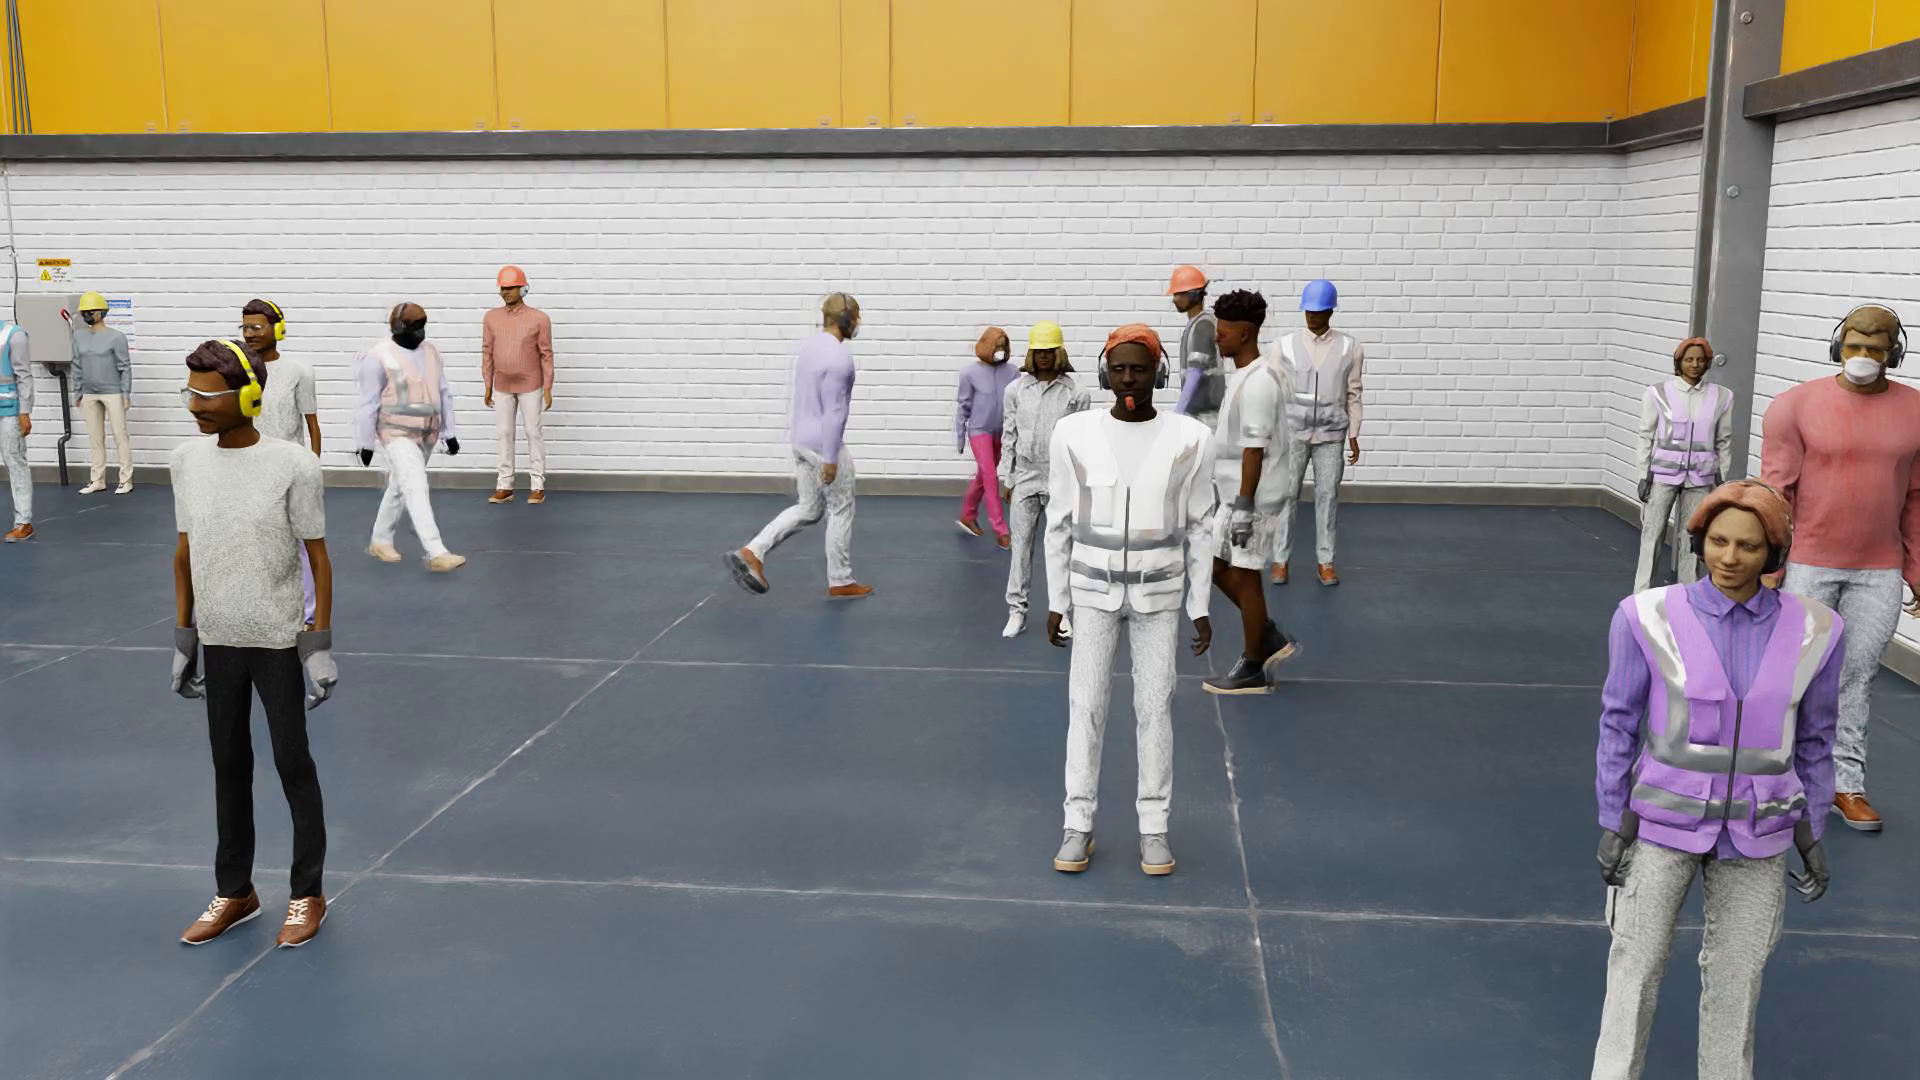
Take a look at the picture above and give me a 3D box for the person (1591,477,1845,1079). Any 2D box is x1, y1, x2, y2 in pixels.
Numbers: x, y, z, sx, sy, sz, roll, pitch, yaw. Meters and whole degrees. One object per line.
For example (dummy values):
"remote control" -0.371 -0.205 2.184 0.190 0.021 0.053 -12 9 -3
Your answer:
"person" 1.683 0.670 3.736 0.514 1.636 0.314 1 10 8

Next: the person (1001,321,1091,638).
"person" 0.466 -0.323 9.111 0.485 1.744 0.308 1 10 8

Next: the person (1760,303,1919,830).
"person" 3.240 0.107 6.104 0.628 1.936 0.377 1 10 8

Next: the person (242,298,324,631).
"person" -3.656 -0.346 8.877 0.521 1.873 0.334 1 10 8

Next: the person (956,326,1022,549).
"person" 0.204 -0.766 12.104 0.511 1.585 0.884 -6 11 -30

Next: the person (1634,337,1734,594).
"person" 4.094 -0.328 9.433 0.514 1.642 0.314 1 10 8

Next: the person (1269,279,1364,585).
"person" 2.245 -0.676 10.564 0.604 1.942 0.402 1 10 8

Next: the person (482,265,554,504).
"person" -3.710 -1.292 13.939 0.611 1.996 0.387 1 10 8

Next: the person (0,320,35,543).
"person" -7.036 -0.946 12.091 0.604 1.949 0.398 1 10 8

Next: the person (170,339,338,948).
"person" -2.160 0.323 5.074 0.521 1.864 0.334 1 10 8

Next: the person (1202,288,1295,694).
"person" 1.354 -0.216 7.924 0.411 1.950 0.608 0 10 0

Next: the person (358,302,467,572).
"person" -3.691 -0.691 11.134 1.004 1.788 0.617 5 11 25

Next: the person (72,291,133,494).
"person" -7.471 -1.272 14.480 0.524 1.769 0.325 1 10 8

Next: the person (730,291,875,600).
"person" -0.941 -0.545 9.992 0.796 1.898 0.641 -5 11 -26

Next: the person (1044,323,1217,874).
"person" 0.572 0.209 5.670 0.574 1.883 0.360 1 10 8
